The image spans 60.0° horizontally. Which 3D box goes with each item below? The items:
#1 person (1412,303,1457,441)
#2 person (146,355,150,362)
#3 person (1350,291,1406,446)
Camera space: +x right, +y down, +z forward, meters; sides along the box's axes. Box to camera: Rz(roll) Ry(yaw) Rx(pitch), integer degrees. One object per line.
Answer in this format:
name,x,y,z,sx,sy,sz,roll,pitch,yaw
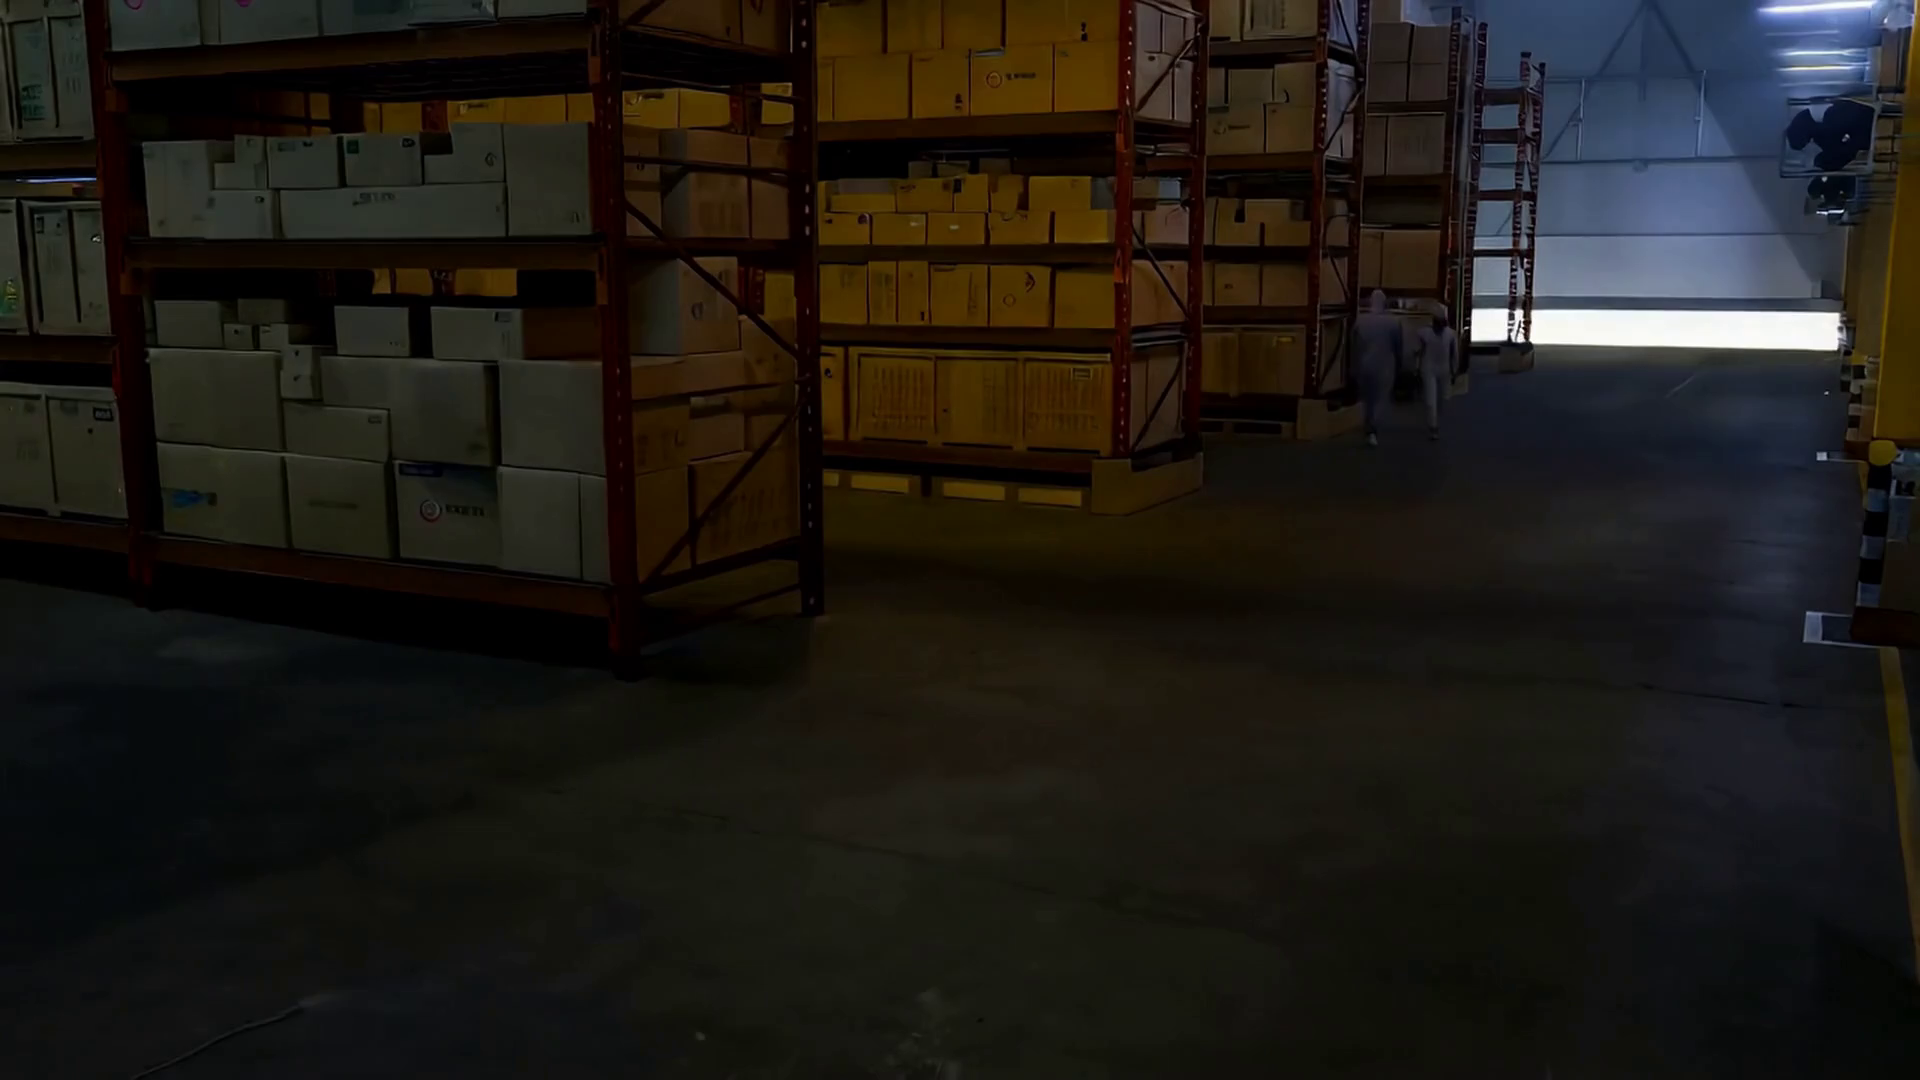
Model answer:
person,5.965,-2.133,21.000,0.570,1.711,0.816,-2,10,-10
person,-8.048,-1.405,16.108,0.550,1.935,0.376,-7,12,-36
person,5.060,-2.084,20.231,0.645,1.875,0.868,5,11,29
